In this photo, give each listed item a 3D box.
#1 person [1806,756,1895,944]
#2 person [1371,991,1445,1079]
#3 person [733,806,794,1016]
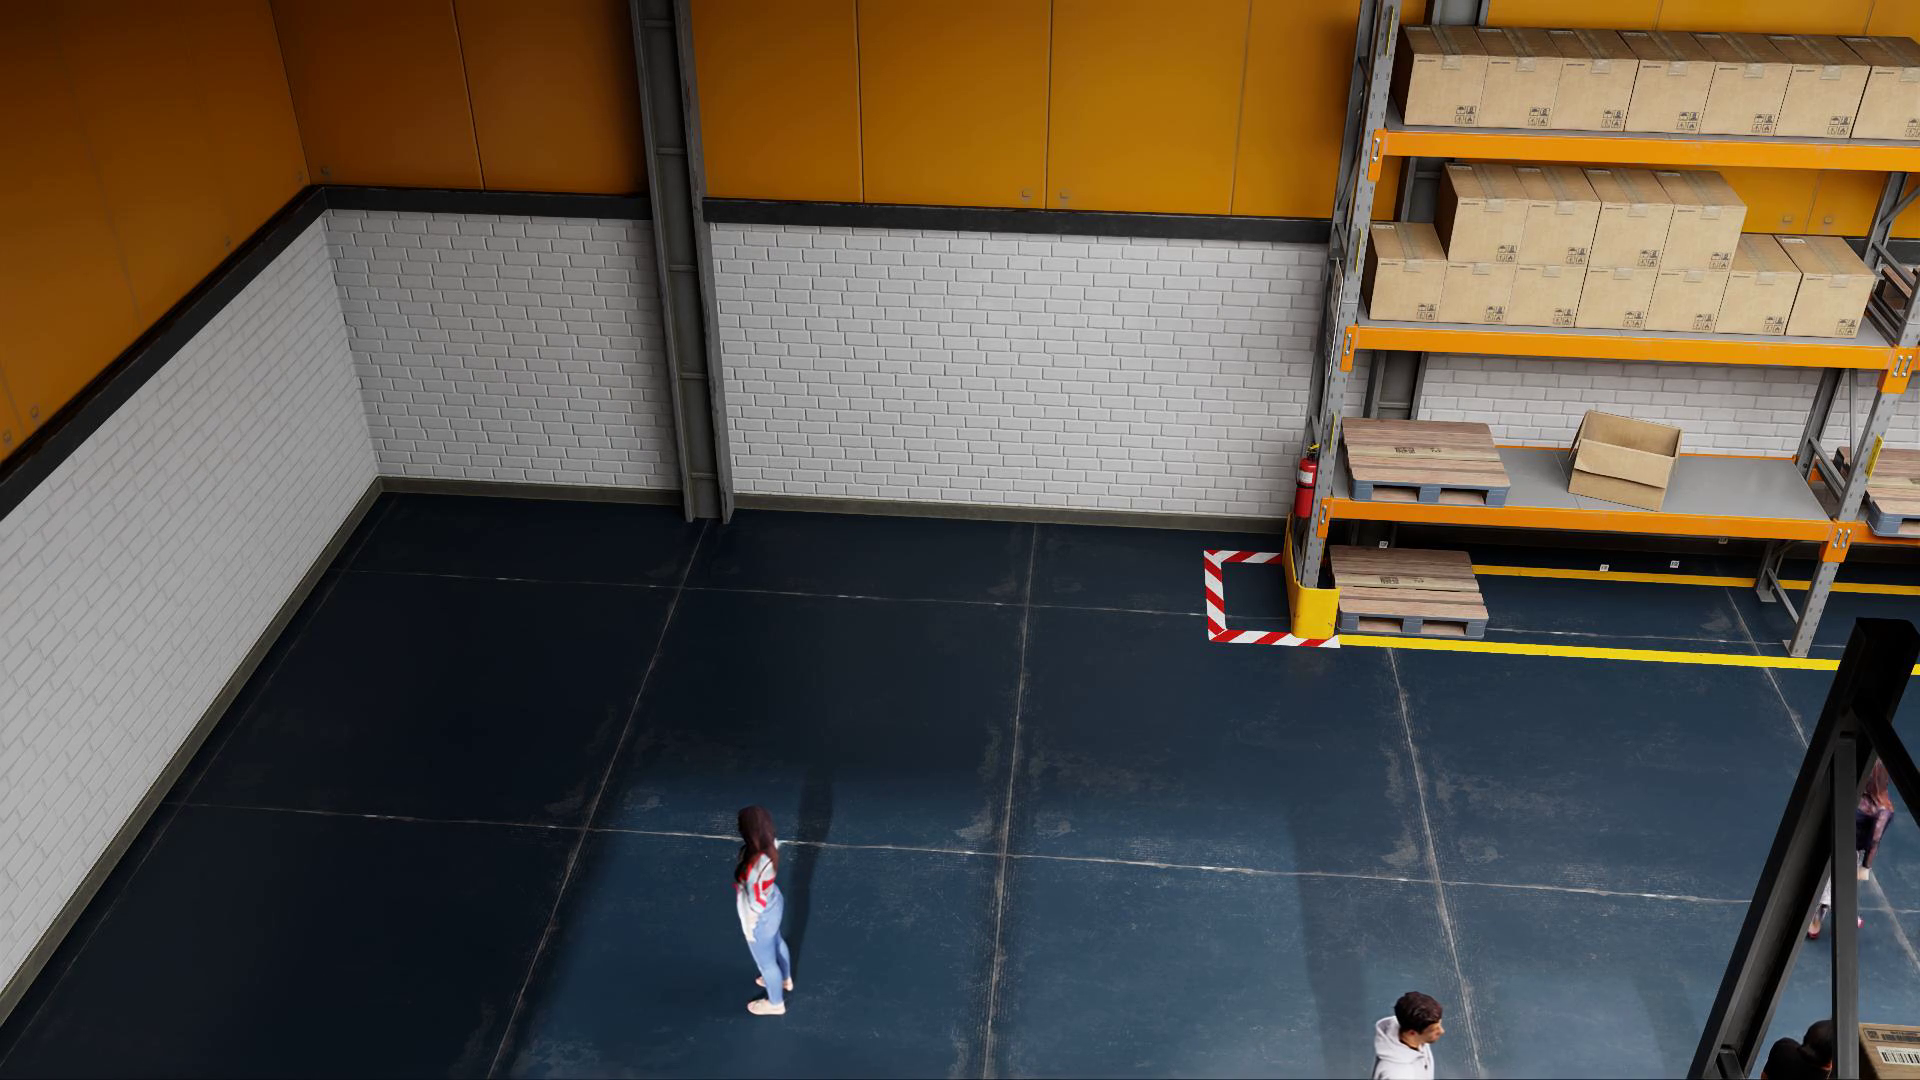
[{"bbox_3d":[5.681,1.978,10.578,0.674,1.596,0.608,3,34,5],"label":"person"},{"bbox_3d":[2.235,3.042,8.675,0.619,1.929,0.712,7,34,11],"label":"person"},{"bbox_3d":[-1.196,2.252,10.152,0.516,1.612,0.588,1,34,1],"label":"person"}]
